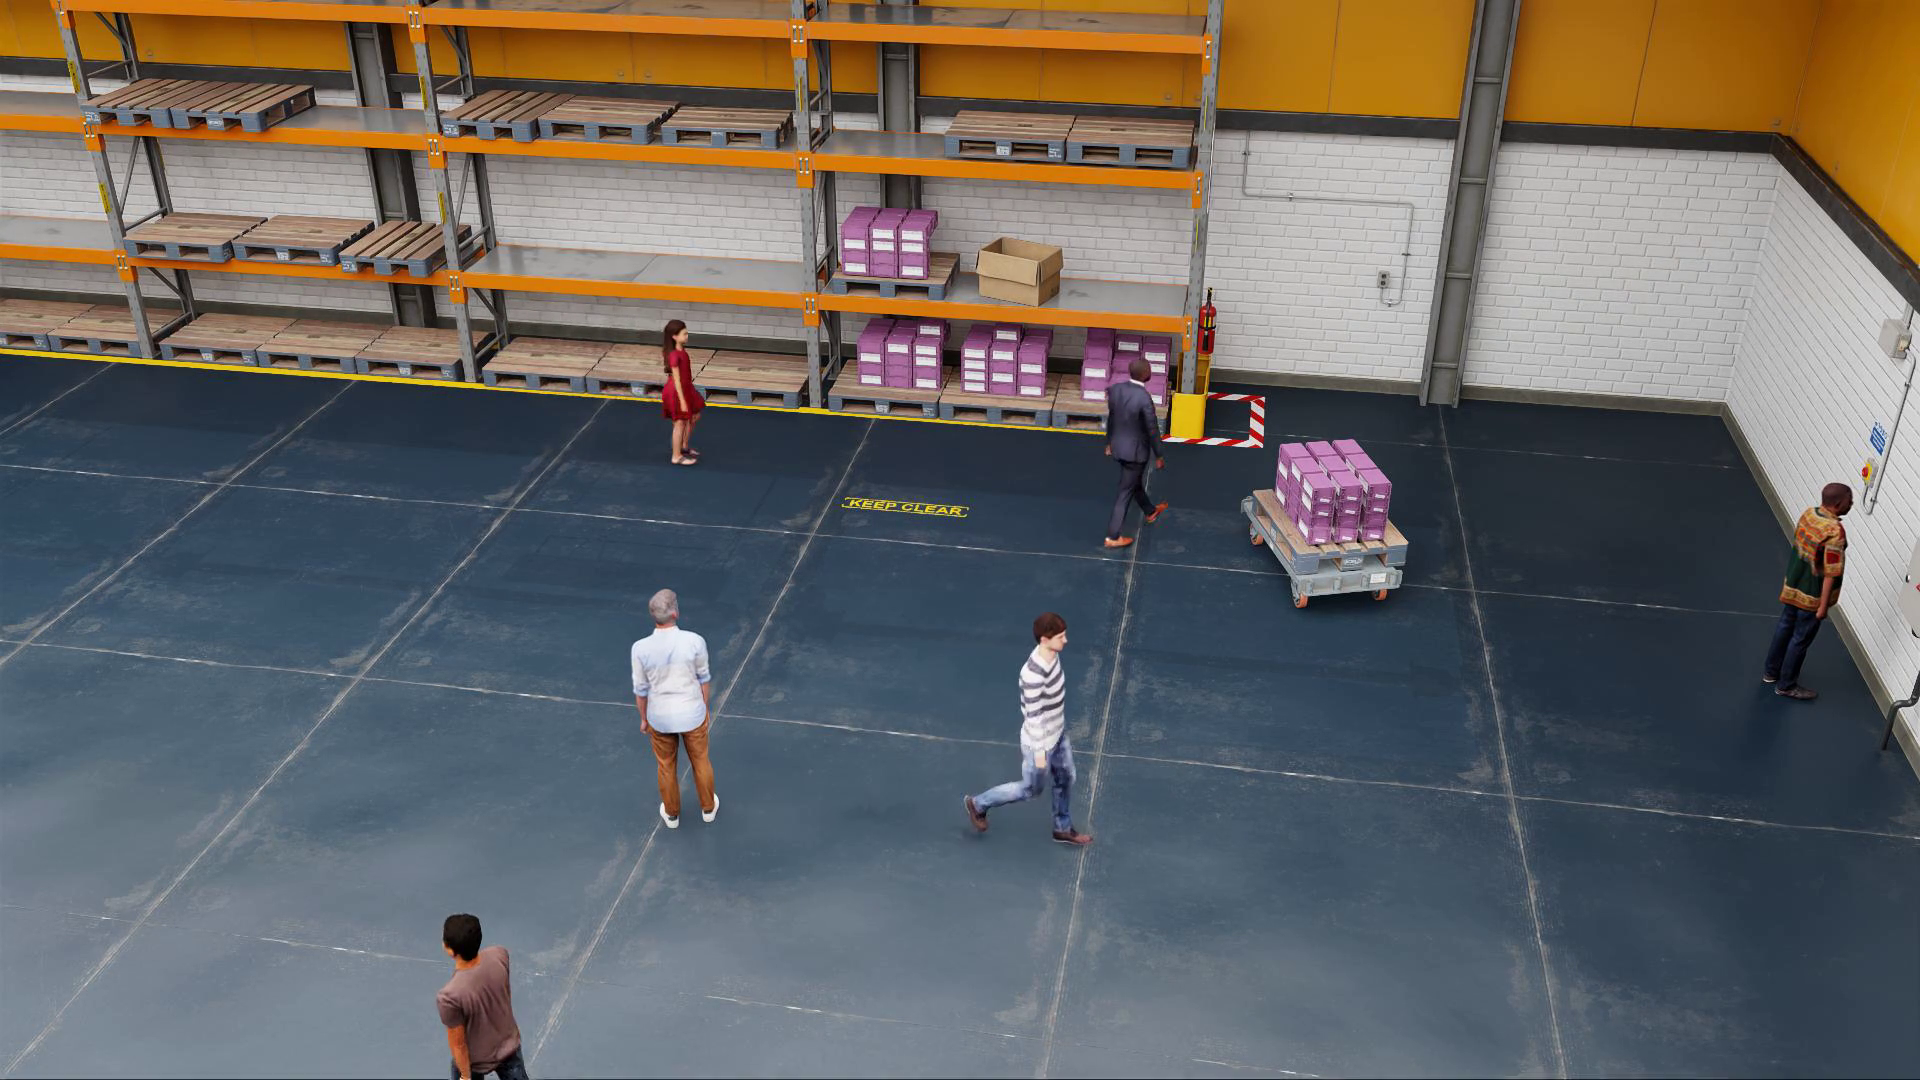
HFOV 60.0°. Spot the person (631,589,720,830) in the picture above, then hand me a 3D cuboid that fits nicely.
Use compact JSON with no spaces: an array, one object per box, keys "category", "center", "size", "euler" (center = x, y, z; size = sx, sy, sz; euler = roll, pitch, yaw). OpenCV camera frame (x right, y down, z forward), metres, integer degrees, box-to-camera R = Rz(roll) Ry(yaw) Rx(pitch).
[{"category":"person","center":[-1.946,1.174,11.417],"size":[0.659,1.825,0.818],"euler":[-6,29,-11]}]

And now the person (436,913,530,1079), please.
[{"category":"person","center":[-2.393,2.706,8.709],"size":[1.217,1.728,0.967],"euler":[19,34,31]}]

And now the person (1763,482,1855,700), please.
[{"category":"person","center":[6.588,0.371,12.909],"size":[0.705,1.807,0.732],"euler":[0,29,1]}]

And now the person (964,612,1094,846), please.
[{"category":"person","center":[0.455,1.299,11.194],"size":[1.168,1.819,0.818],"euler":[11,30,19]}]

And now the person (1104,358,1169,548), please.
[{"category":"person","center":[1.480,-0.752,14.988],"size":[1.210,1.786,1.139],"euler":[-18,33,-29]}]

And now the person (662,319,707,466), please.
[{"category":"person","center":[-2.868,-1.467,16.557],"size":[0.675,1.540,0.612],"euler":[0,29,0]}]
